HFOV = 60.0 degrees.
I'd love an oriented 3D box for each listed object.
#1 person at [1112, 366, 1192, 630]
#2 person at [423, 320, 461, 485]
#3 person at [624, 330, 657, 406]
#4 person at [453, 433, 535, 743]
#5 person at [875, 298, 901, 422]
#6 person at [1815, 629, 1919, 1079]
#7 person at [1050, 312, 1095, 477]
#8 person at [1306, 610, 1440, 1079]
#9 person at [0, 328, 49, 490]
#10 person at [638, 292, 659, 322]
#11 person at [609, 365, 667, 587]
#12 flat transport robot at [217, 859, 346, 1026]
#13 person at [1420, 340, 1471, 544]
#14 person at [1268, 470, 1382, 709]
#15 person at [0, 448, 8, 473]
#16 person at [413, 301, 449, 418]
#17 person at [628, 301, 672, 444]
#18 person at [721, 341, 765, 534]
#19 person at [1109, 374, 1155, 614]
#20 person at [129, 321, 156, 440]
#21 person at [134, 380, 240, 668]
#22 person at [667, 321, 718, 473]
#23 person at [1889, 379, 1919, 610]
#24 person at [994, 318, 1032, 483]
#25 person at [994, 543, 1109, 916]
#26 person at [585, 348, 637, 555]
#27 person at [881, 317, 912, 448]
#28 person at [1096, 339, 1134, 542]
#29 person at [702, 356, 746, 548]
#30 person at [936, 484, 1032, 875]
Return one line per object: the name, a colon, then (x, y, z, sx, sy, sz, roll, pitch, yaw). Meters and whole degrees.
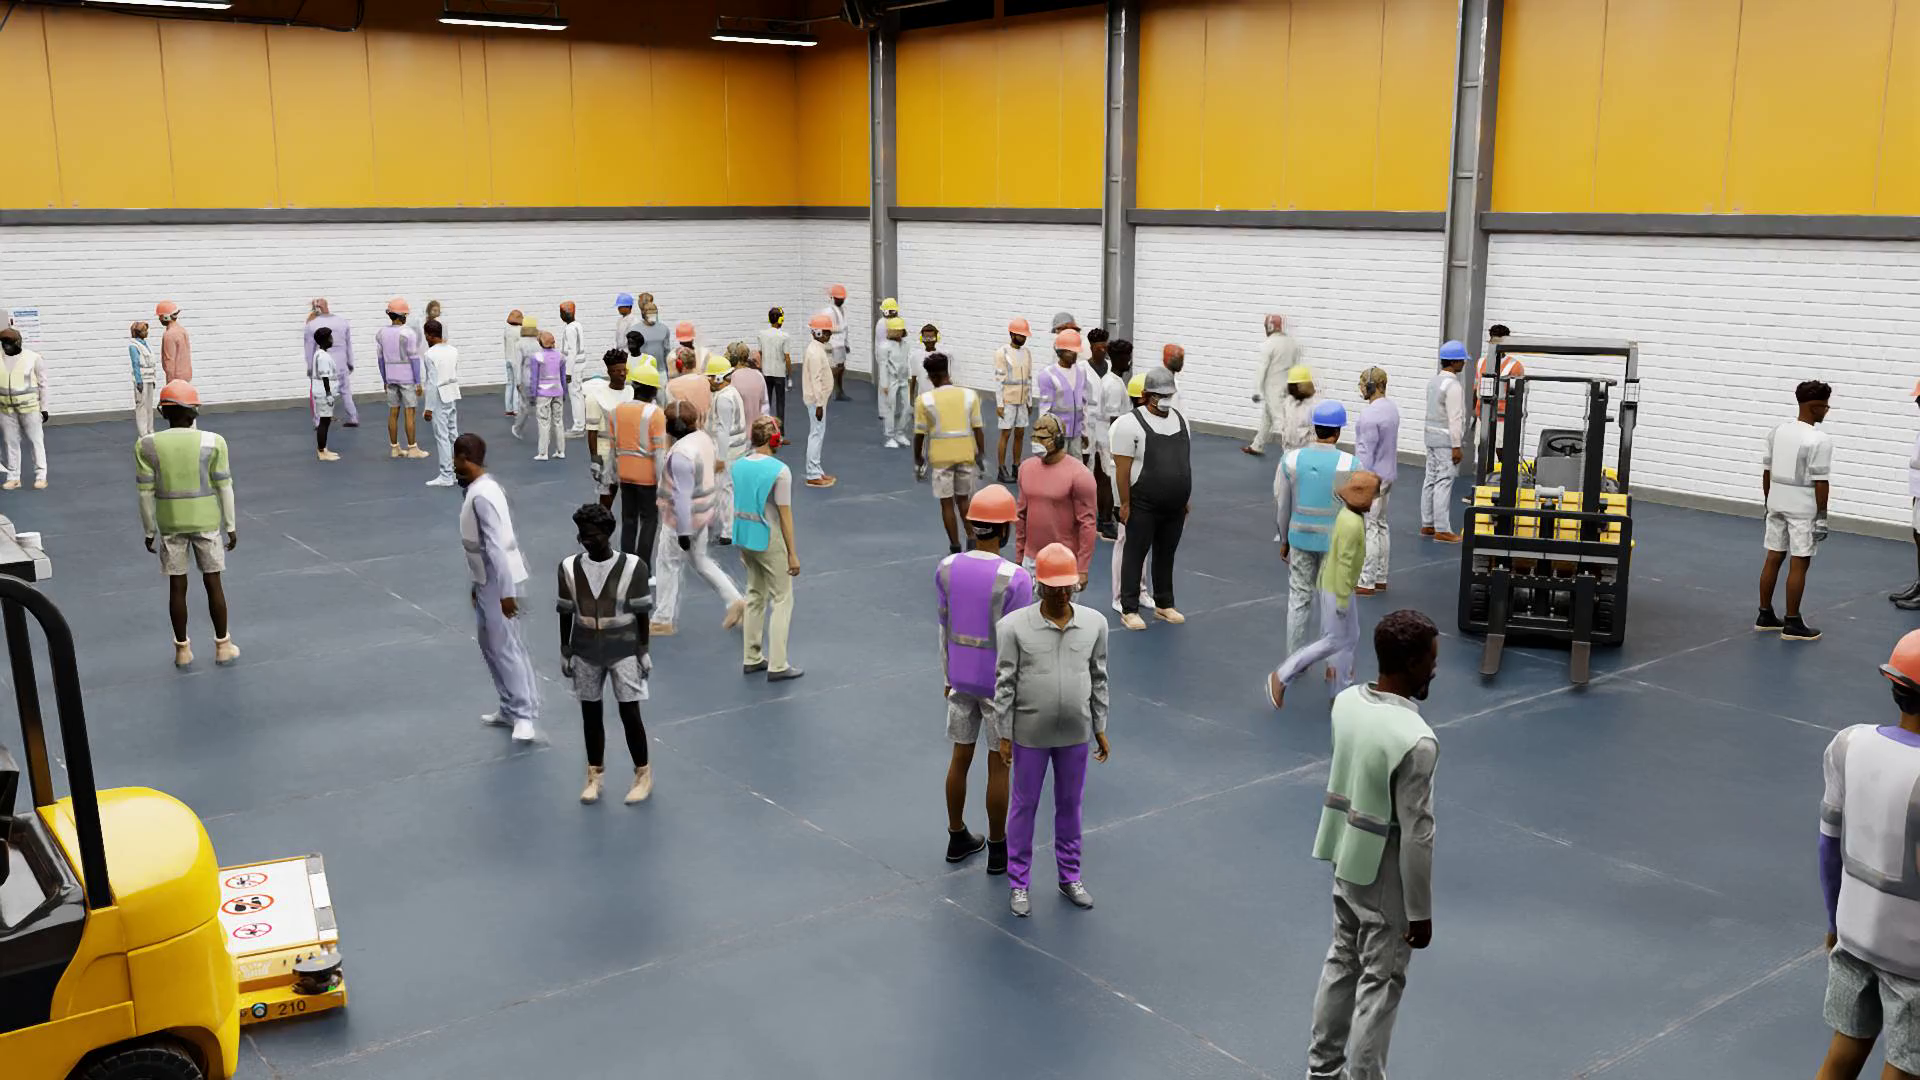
person: (1.533, -0.328, 12.821, 0.688, 2.000, 0.536, -7, 14, -30)
person: (-5.972, -1.581, 19.183, 0.392, 1.912, 0.588, 2, 12, 11)
person: (-3.961, -1.723, 20.395, 0.530, 1.695, 0.321, 1, 12, 7)
person: (-2.856, 0.293, 10.239, 0.403, 1.871, 0.763, -4, 13, -21)
person: (-1.048, -2.658, 24.577, 0.403, 1.830, 0.600, 2, 12, 10)
person: (2.938, 1.252, 5.182, 0.378, 2.045, 0.605, -3, 12, -12)
person: (1.315, -1.674, 19.320, 0.542, 2.000, 0.722, -8, 14, -34)
person: (1.467, 1.179, 5.880, 0.390, 1.908, 0.585, -3, 12, -14)
person: (-10.693, -1.485, 18.896, 0.633, 1.839, 0.429, -2, 12, -9)
person: (-4.795, -2.896, 25.699, 0.346, 1.845, 0.505, 0, 12, -2)
person: (-2.720, -0.544, 14.204, 0.618, 1.904, 0.436, 7, 14, 30)
flat transport robot: (-3.093, 1.710, 7.272, 0.652, 0.197, 1.431, -5, 13, -24)
person: (4.671, -0.944, 16.017, 0.396, 1.949, 0.602, -1, 12, -7)
person: (2.367, 0.325, 10.727, 0.634, 1.601, 0.540, 3, 12, 12)
person: (-11.712, -1.649, 19.919, 0.301, 1.745, 0.483, 11, 16, 42)
person: (-7.865, -2.668, 24.751, 0.517, 1.785, 0.948, -7, 14, -32)
person: (-4.137, -2.230, 22.283, 0.636, 1.931, 0.377, -9, 15, -38)
person: (-2.125, -0.962, 16.131, 0.371, 1.940, 0.630, 5, 13, 23)
person: (1.429, -0.367, 13.282, 0.368, 1.925, 0.594, 11, 16, 42)
person: (-11.062, -2.141, 22.547, 0.305, 1.639, 0.522, -1, 12, -7)
person: (-5.456, -0.113, 11.779, 0.611, 2.040, 0.392, -3, 12, -16)
person: (-3.085, -1.606, 19.332, 0.601, 1.896, 0.637, 0, 12, -1)
person: (7.773, -0.389, 13.405, 0.385, 1.930, 0.541, 5, 13, 23)
person: (0.651, -1.624, 19.364, 0.550, 1.925, 0.390, -10, 15, -40)
person: (0.436, 0.871, 7.724, 0.563, 1.752, 0.327, -3, 12, -15)
person: (-3.085, -0.753, 15.052, 0.604, 1.966, 0.367, -11, 16, -42)
person: (-0.828, -2.071, 21.982, 0.508, 1.730, 0.464, -11, 16, -43)
person: (1.495, -0.969, 16.095, 0.361, 1.963, 0.613, 0, 12, -1)
person: (-2.243, -0.844, 15.866, 0.403, 1.817, 0.601, 0, 12, -1)
person: (0.140, 0.684, 8.207, 0.544, 1.930, 0.388, 9, 14, 36)
